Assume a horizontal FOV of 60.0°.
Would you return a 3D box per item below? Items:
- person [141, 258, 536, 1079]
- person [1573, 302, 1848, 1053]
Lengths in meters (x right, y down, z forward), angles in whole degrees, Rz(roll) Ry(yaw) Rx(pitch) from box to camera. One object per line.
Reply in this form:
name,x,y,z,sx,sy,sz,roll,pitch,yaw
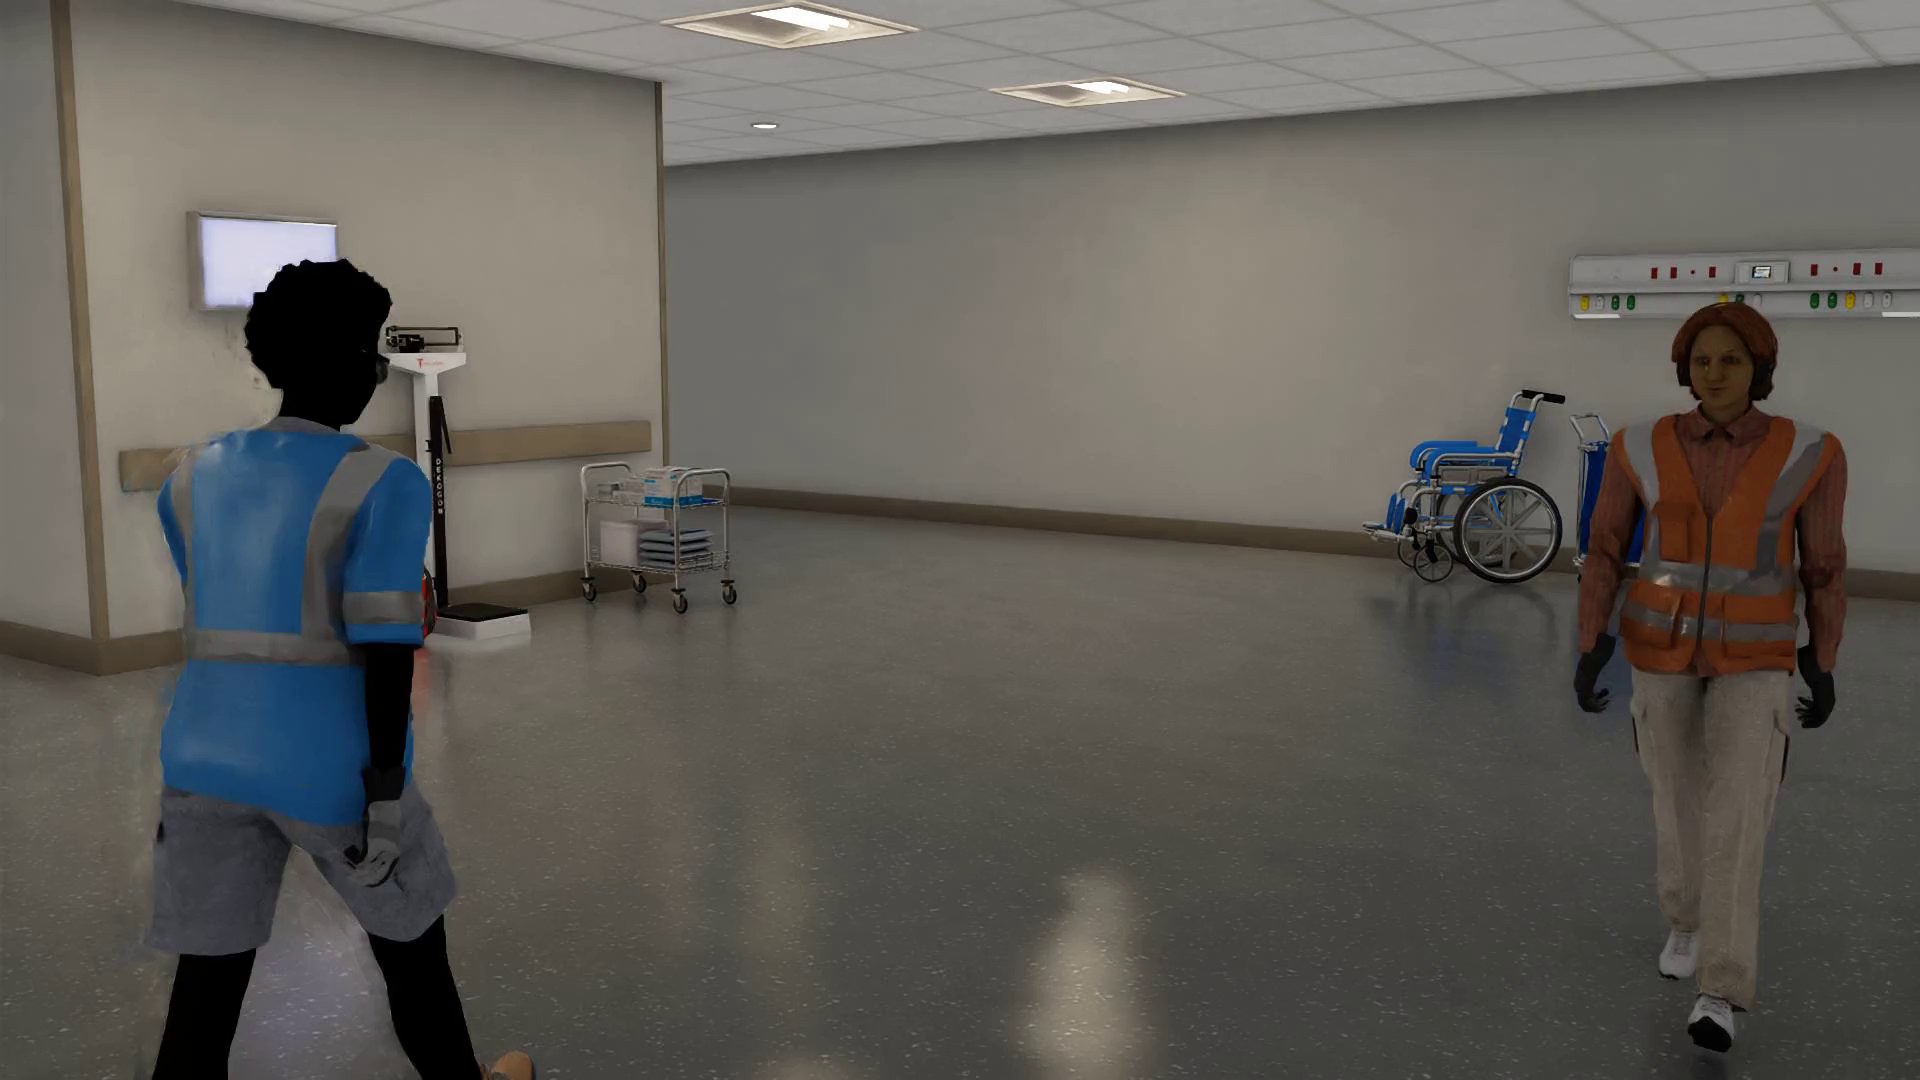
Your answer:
person,-1.051,0.371,2.732,0.527,1.636,0.919,2,7,15
person,1.634,0.282,3.672,0.529,1.588,0.882,5,9,34
